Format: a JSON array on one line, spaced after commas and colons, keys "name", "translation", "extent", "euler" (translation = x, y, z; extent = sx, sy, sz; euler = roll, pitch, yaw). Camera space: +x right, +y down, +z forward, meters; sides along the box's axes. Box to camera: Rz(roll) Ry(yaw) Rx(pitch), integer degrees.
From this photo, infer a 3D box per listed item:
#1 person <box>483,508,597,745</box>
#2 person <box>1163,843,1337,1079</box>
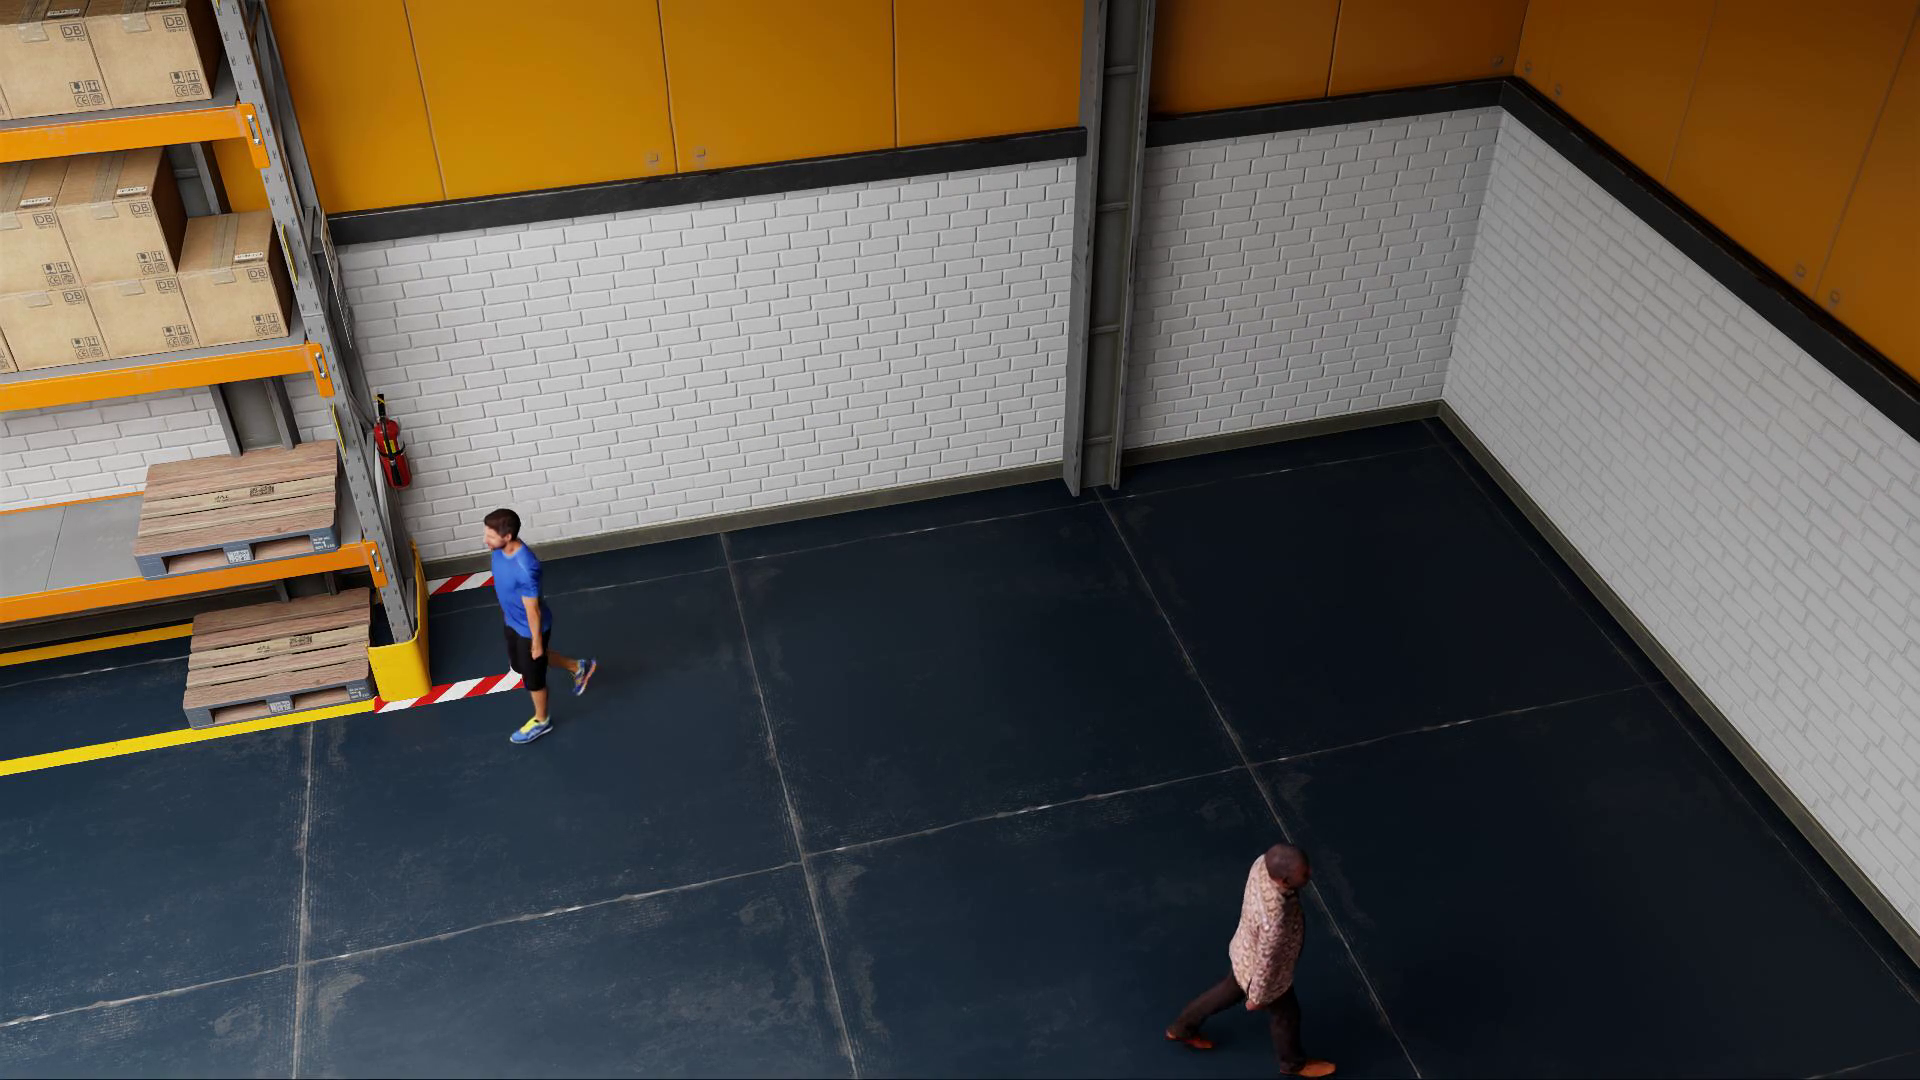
[{"name": "person", "translation": [-2.726, 0.505, 10.758], "extent": [1.041, 1.856, 0.856], "euler": [-27, 46, -30]}, {"name": "person", "translation": [1.498, 2.188, 8.707], "extent": [1.234, 1.786, 0.881], "euler": [-1, 39, -1]}]
